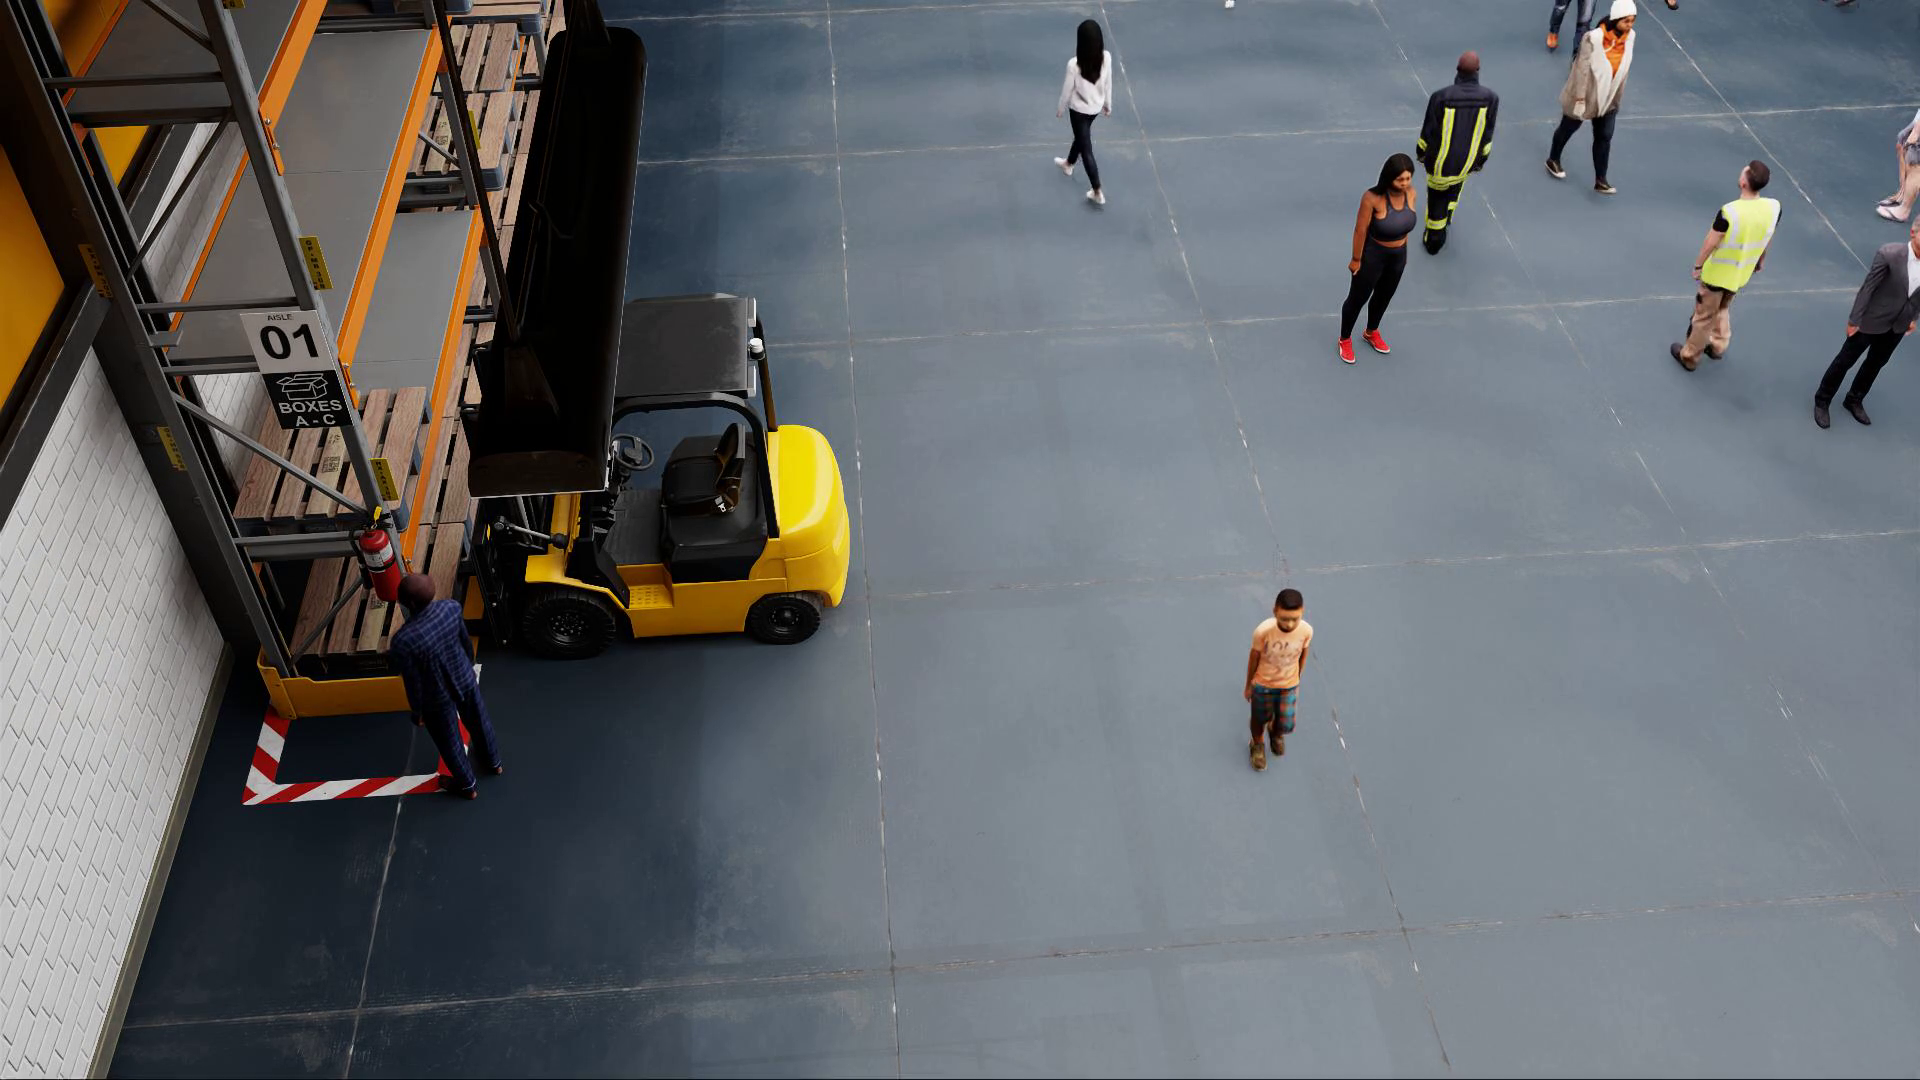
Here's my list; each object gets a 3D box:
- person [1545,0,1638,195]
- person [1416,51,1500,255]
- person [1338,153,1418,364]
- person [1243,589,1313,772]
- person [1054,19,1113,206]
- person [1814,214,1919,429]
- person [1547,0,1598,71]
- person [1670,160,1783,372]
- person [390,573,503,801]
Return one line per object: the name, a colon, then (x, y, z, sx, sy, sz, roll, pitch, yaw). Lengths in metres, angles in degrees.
person: (5.697, -4.111, 15.093, 0.762, 1.859, 1.094, -8, 44, -8)
person: (4.253, -3.292, 14.273, 0.803, 1.803, 0.907, 1, 44, 1)
person: (3.333, -2.259, 13.180, 0.754, 1.816, 0.720, -16, 46, -16)
person: (1.920, 0.813, 10.219, 0.544, 1.451, 0.593, -1, 44, -1)
person: (1.165, -3.802, 14.915, 0.958, 1.656, 1.184, -23, 48, -22)
person: (6.969, -1.677, 12.549, 0.710, 1.842, 0.580, -4, 44, -4)
person: (6.268, -5.732, 16.853, 0.919, 1.777, 1.297, 7, 44, 7)
person: (6.020, -2.072, 12.971, 0.740, 1.832, 0.736, -9, 44, -9)
person: (-3.068, 0.855, 9.910, 0.820, 1.817, 0.743, 26, 49, 25)
